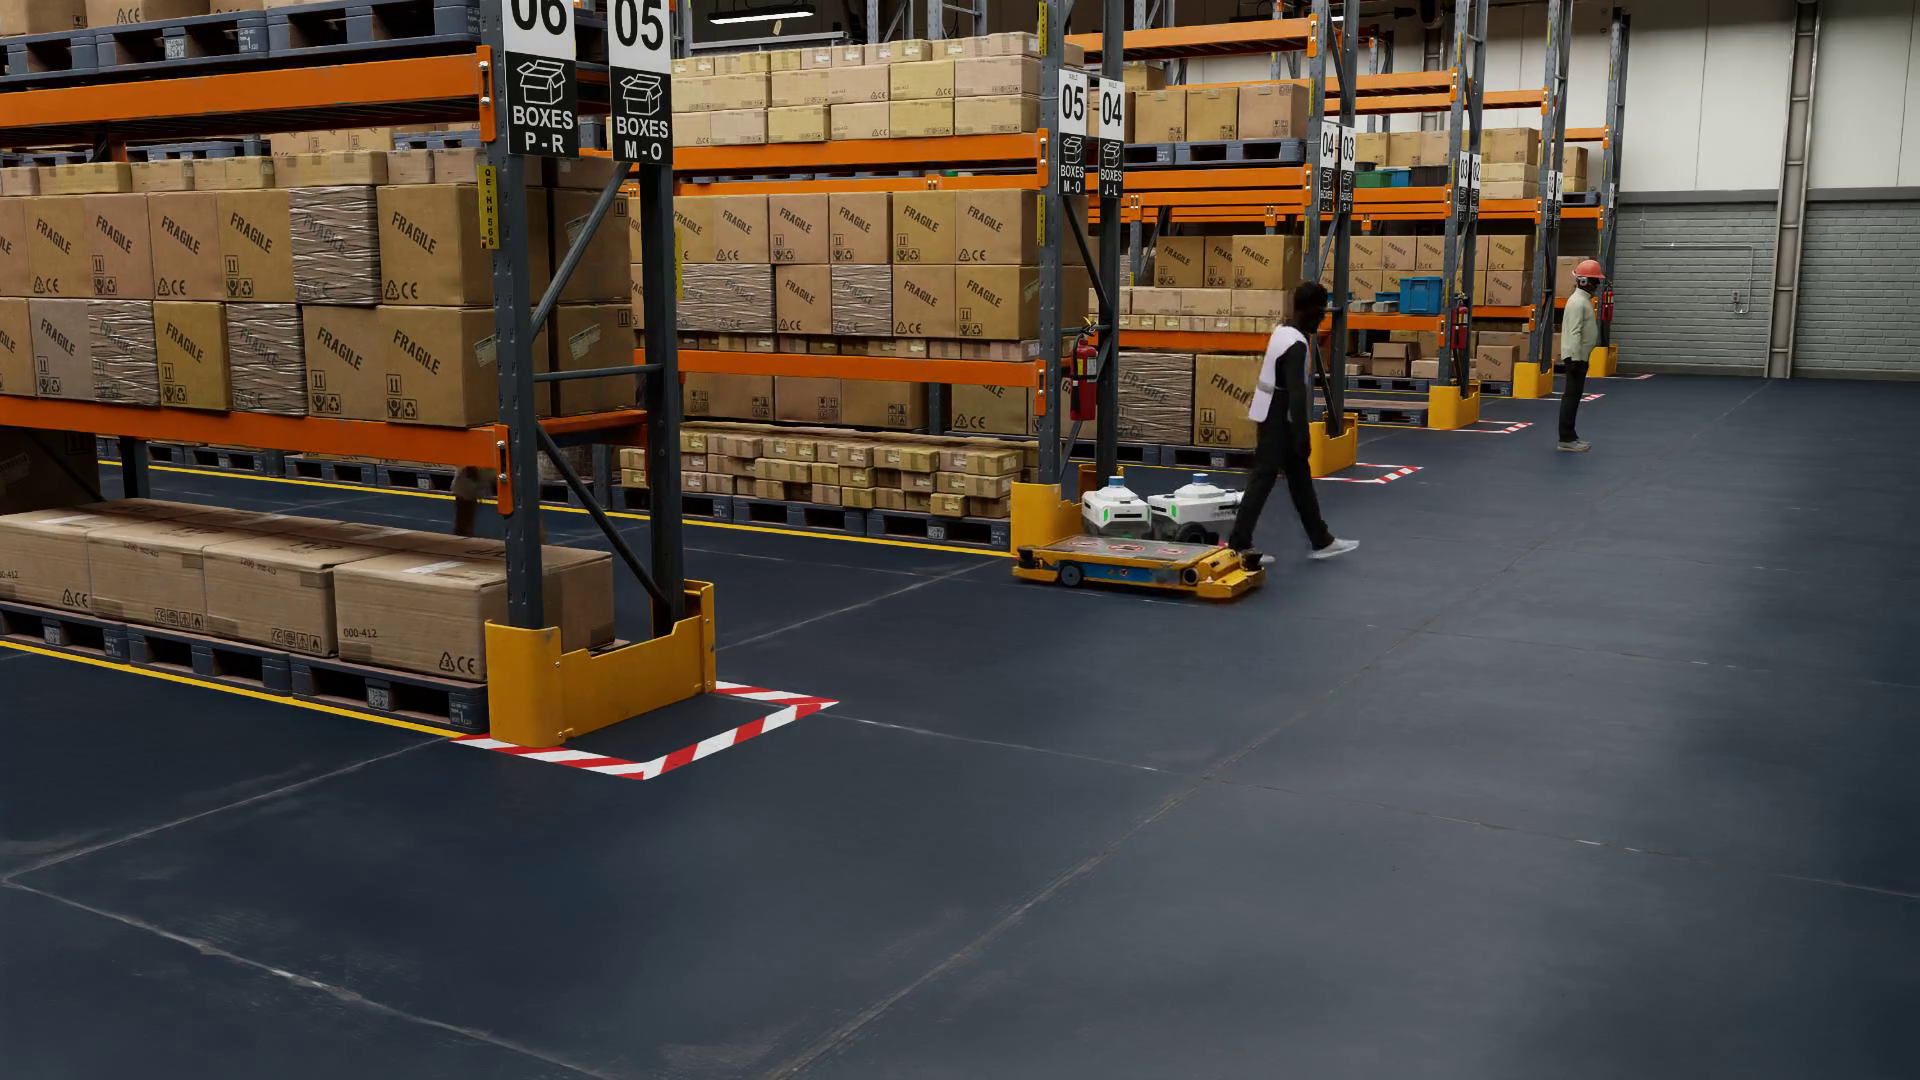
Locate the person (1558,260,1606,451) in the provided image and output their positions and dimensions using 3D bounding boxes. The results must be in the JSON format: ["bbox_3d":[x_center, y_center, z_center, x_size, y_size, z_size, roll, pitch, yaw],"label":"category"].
[{"bbox_3d":[6.483,-1.919,17.376,0.401,1.989,0.613,5,11,25],"label":"person"}]

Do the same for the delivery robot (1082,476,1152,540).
[{"bbox_3d":[1.043,-0.186,11.142,0.477,0.478,0.707,-1,10,-8],"label":"delivery robot"}]

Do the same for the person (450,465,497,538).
[{"bbox_3d":[-2.834,-0.586,9.848,0.974,1.888,0.561,7,12,35],"label":"person"}]

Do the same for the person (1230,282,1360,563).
[{"bbox_3d":[2.221,-0.748,10.908,0.952,1.854,0.653,1,10,8],"label":"person"}]

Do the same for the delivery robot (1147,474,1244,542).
[{"bbox_3d":[1.625,-0.207,11.265,0.707,0.478,0.477,-5,11,-30],"label":"delivery robot"}]

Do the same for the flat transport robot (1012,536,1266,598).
[{"bbox_3d":[1.105,0.146,10.302,1.431,0.197,0.652,5,11,27],"label":"flat transport robot"}]
